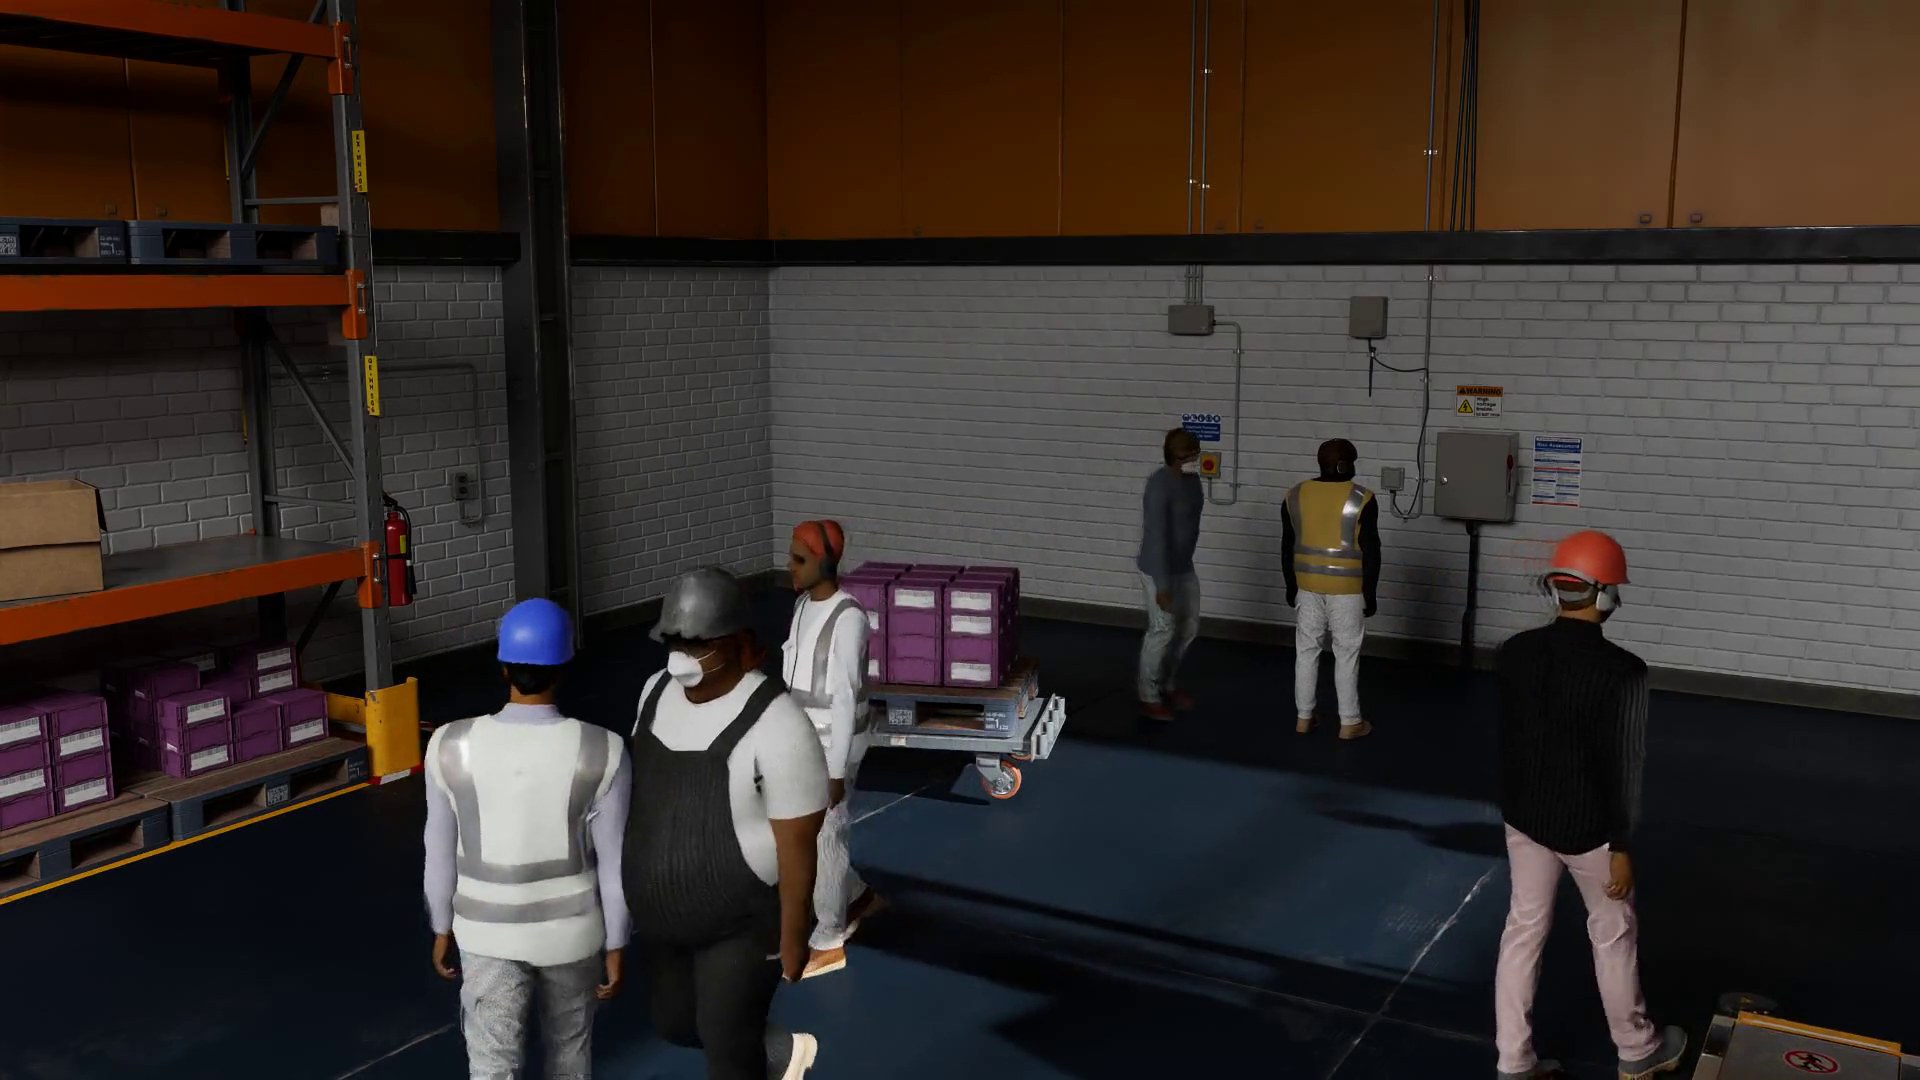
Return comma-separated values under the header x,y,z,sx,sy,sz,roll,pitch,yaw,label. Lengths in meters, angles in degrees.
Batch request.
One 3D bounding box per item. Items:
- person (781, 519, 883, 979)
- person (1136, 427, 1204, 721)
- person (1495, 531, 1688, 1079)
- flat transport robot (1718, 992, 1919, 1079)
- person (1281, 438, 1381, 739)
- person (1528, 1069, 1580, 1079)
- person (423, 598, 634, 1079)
x,y,z,sx,sy,sz,roll,pitch,yaw,label
-0.547,0.841,6.698,0.423,1.869,0.589,-5,10,-29,person
1.316,0.220,10.494,0.497,1.896,0.653,6,11,34,person
2.162,0.942,5.740,0.732,1.972,0.646,-6,11,-32,person
2.713,1.855,5.348,0.652,0.197,1.431,5,11,30,flat transport robot
2.282,0.295,10.215,0.624,1.841,0.430,7,11,36,person
0.725,1.582,2.125,0.511,1.857,0.329,3,10,18,person
-1.240,1.129,4.798,0.614,1.916,0.886,-2,9,-10,person
